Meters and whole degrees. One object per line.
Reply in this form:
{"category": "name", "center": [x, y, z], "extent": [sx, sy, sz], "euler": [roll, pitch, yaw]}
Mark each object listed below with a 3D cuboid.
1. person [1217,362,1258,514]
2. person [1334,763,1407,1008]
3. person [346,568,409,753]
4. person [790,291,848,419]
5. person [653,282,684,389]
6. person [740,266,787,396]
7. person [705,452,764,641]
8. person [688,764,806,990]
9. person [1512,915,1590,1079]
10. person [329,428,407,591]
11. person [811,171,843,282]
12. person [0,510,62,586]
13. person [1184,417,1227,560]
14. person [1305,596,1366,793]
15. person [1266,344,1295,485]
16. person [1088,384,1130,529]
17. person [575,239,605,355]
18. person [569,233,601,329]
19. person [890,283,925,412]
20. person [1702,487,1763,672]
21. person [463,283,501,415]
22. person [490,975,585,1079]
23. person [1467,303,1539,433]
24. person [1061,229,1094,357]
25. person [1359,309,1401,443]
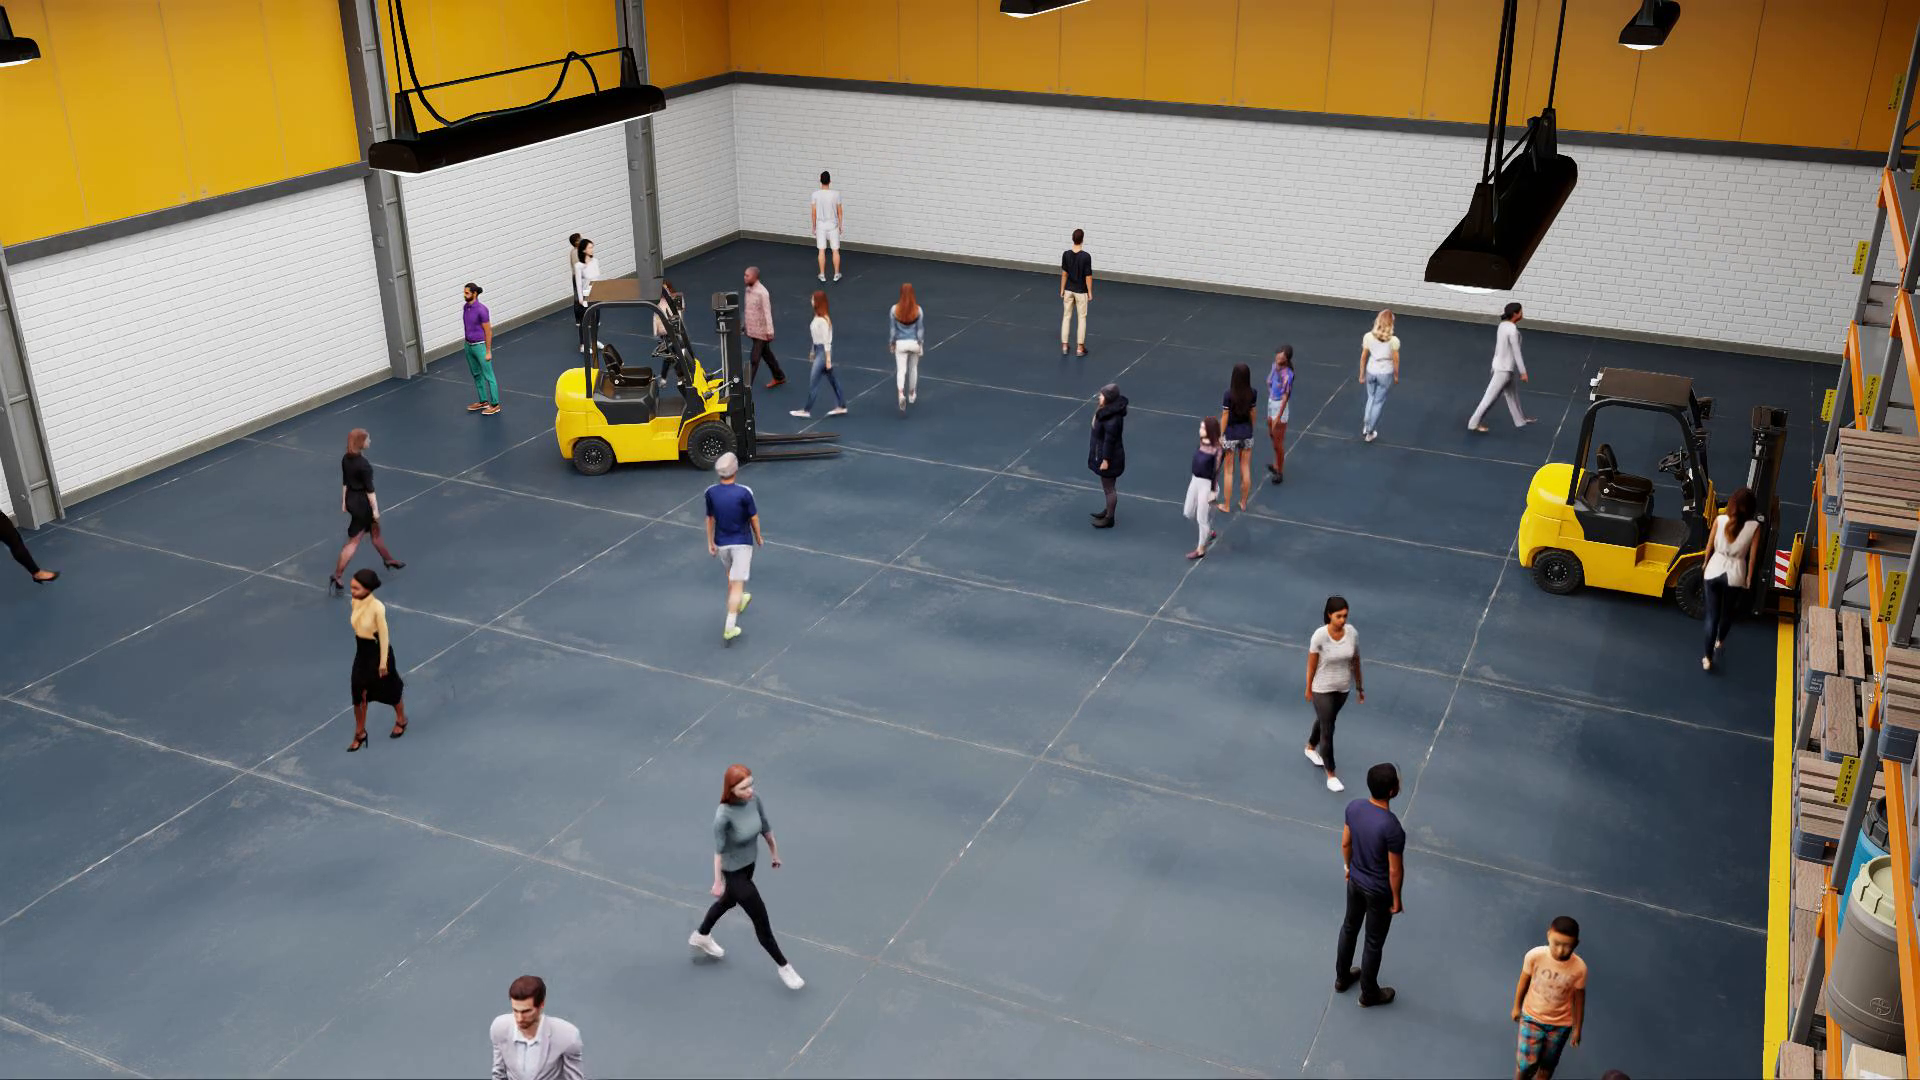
{"category": "person", "center": [3.152, -1.162, 18.885], "extent": [0.661, 1.766, 0.699], "euler": [-5, 24, -11]}
{"category": "person", "center": [2.710, 2.270, 11.000], "extent": [0.699, 1.793, 0.717], "euler": [-17, 29, -33]}
{"category": "person", "center": [-4.910, 0.980, 14.149], "extent": [0.652, 1.635, 0.844], "euler": [13, 27, 28]}
{"category": "person", "center": [-1.703, -2.424, 21.859], "extent": [1.003, 1.696, 1.032], "euler": [-4, 24, -8]}
{"category": "person", "center": [-4.027, -2.883, 23.220], "extent": [0.652, 1.447, 1.002], "euler": [13, 27, 28]}
{"category": "person", "center": [-2.678, -2.865, 22.793], "extent": [1.309, 1.758, 1.136], "euler": [-14, 27, -29]}
{"category": "person", "center": [-2.192, 0.084, 15.999], "extent": [0.778, 1.795, 1.238], "euler": [6, 24, 14]}
{"category": "person", "center": [-1.540, 2.229, 11.217], "extent": [0.833, 1.695, 1.140], "euler": [13, 27, 27]}
{"category": "person", "center": [3.558, 2.859, 10.080], "extent": [0.578, 1.452, 0.602], "euler": [7, 25, 16]}
{"category": "person", "center": [-6.219, -0.274, 16.995], "extent": [0.864, 1.653, 1.187], "euler": [19, 30, 36]}
{"category": "person", "center": [-2.269, -5.353, 28.364], "extent": [0.762, 1.854, 0.751], "euler": [-2, 24, -5]}
{"category": "person", "center": [-9.846, -0.172, 16.578], "extent": [0.890, 1.801, 1.184], "euler": [21, 31, 39]}
{"category": "person", "center": [2.648, -0.544, 17.684], "extent": [0.809, 1.597, 0.752], "euler": [-11, 26, -23]}
{"category": "person", "center": [3.013, 1.187, 13.711], "extent": [0.993, 1.607, 1.055], "euler": [-9, 25, -19]}
{"category": "person", "center": [3.803, -1.536, 19.791], "extent": [0.903, 1.726, 0.778], "euler": [-1, 24, -1]}
{"category": "person", "center": [1.659, -0.954, 18.524], "extent": [0.829, 1.674, 0.722], "euler": [1, 24, 3]}
{"category": "person", "center": [-5.488, -3.615, 24.582], "extent": [0.692, 1.697, 0.512], "euler": [14, 27, 29]}
{"category": "person", "center": [-5.898, -4.041, 25.848], "extent": [0.585, 1.465, 0.553], "euler": [15, 28, 31]}
{"category": "person", "center": [-0.711, -2.543, 22.159], "extent": [0.891, 1.675, 1.126], "euler": [0, 24, 1]}
{"category": "person", "center": [7.057, 0.388, 15.350], "extent": [0.583, 1.757, 0.941], "euler": [10, 26, 22]}
{"category": "person", "center": [-6.380, -2.555, 22.071], "extent": [0.675, 1.768, 0.613], "euler": [17, 29, 34]}
{"category": "person", "center": [-2.247, 3.079, 9.098], "extent": [0.823, 1.836, 0.859], "euler": [3, 24, 7]}
{"category": "person", "center": [6.881, -2.168, 21.286], "extent": [0.988, 1.686, 1.179], "euler": [1, 24, 3]}
{"category": "person", "center": [1.713, -3.648, 24.467], "extent": [0.634, 1.851, 0.546], "euler": [11, 26, 24]}
{"category": "person", "center": [5.258, -2.042, 20.968], "extent": [0.669, 1.710, 0.650], "euler": [15, 28, 31]}
